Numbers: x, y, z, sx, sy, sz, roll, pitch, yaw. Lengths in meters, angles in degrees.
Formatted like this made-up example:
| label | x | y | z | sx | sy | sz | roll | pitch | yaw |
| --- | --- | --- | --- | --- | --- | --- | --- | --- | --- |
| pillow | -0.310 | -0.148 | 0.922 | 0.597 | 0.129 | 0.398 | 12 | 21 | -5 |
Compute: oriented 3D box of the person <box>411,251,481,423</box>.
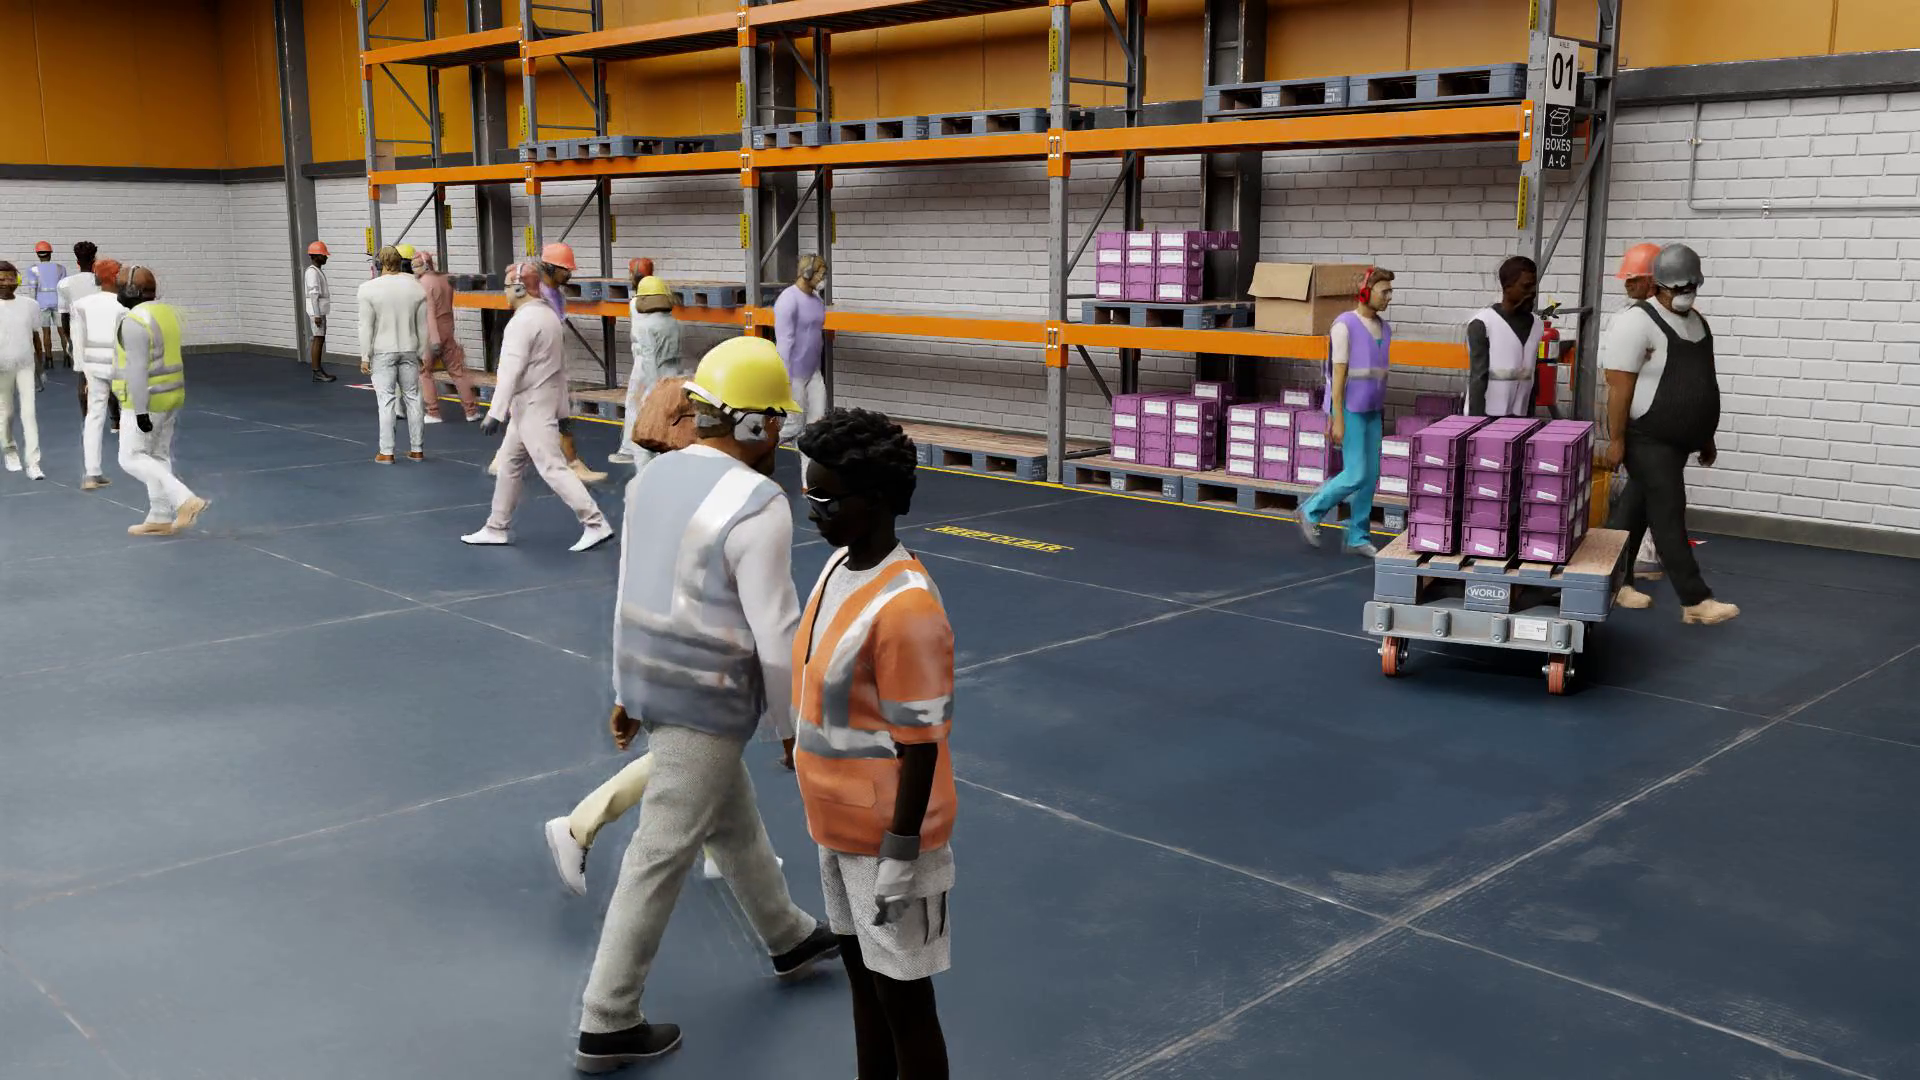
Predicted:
| label | x | y | z | sx | sy | sz | roll | pitch | yaw |
| --- | --- | --- | --- | --- | --- | --- | --- | --- | --- |
| person | -5.576 | -2.179 | 17.974 | 0.544 | 1.860 | 0.775 | 3 | 11 | 17 |

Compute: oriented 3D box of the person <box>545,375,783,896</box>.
| label | x | y | z | sx | sy | sz | roll | pitch | yaw |
| --- | --- | --- | --- | --- | --- | --- | --- | --- | --- |
| person | -0.906 | 0.303 | 5.056 | 0.671 | 1.610 | 0.505 | -2 | 11 | -13 |

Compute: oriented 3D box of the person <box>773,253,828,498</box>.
| label | x | y | z | sx | sy | sz | roll | pitch | yaw |
| --- | --- | --- | --- | --- | --- | --- | --- | --- | --- |
| person | -1.311 | -1.262 | 12.841 | 0.789 | 1.894 | 0.652 | 5 | 11 | 24 |

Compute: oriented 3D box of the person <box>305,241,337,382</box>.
| label | x | y | z | sx | sy | sz | roll | pitch | yaw |
| --- | --- | --- | --- | --- | --- | --- | --- | --- | --- |
| person | -8.840 | -3.151 | 23.011 | 0.373 | 1.934 | 0.551 | -3 | 11 | -14 |

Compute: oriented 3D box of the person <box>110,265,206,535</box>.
| label | x | y | z | sx | sy | sz | roll | pitch | yaw |
| --- | --- | --- | --- | --- | --- | --- | --- | --- | --- |
| person | -5.378 | -0.913 | 11.113 | 0.508 | 1.824 | 0.632 | 0 | 10 | -1 |

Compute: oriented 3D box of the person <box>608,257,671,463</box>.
| label | x | y | z | sx | sy | sz | roll | pitch | yaw |
| --- | --- | --- | --- | --- | --- | --- | --- | --- | --- |
| person | -2.646 | -1.559 | 14.624 | 0.994 | 1.840 | 0.570 | 5 | 12 | 26 |

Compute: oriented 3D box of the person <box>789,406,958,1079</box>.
| label | x | y | z | sx | sy | sz | roll | pitch | yaw |
| --- | --- | --- | --- | --- | --- | --- | --- | --- | --- |
| person | -0.180 | 0.573 | 3.367 | 0.319 | 1.693 | 0.532 | -4 | 11 | -22 |

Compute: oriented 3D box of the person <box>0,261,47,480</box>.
| label | x | y | z | sx | sy | sz | roll | pitch | yaw |
| --- | --- | --- | --- | --- | --- | --- | --- | --- | --- |
| person | -7.995 | -1.435 | 14.019 | 0.526 | 1.817 | 1.005 | -8 | 13 | -36 |

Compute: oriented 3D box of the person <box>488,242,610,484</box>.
| label | x | y | z | sx | sy | sz | roll | pitch | yaw |
| --- | --- | --- | --- | --- | --- | --- | --- | --- | --- |
| person | -3.429 | -1.429 | 13.547 | 1.041 | 1.980 | 0.644 | 1 | 10 | 4 |

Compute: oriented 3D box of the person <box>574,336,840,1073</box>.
| label | x | y | z | sx | sy | sz | roll | pitch | yaw |
| --- | --- | --- | --- | --- | --- | --- | --- | --- | --- |
| person | -0.612 | 0.385 | 4.169 | 0.929 | 1.767 | 0.600 | -8 | 13 | -36 |

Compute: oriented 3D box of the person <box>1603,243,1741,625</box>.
| label | x | y | z | sx | sy | sz | roll | pitch | yaw |
| --- | --- | --- | --- | --- | --- | --- | --- | --- | --- |
| person | 3.782 | -0.580 | 8.708 | 0.709 | 2.000 | 0.961 | -8 | 13 | -37 |

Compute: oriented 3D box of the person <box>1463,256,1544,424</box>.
| label | x | y | z | sx | sy | sz | roll | pitch | yaw |
| --- | --- | --- | --- | --- | --- | --- | --- | --- | --- |
| person | 3.160 | -0.699 | 9.736 | 0.604 | 1.905 | 0.454 | -6 | 12 | -30 |

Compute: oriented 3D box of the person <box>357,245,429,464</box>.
| label | x | y | z | sx | sy | sz | roll | pitch | yaw |
| --- | --- | --- | --- | --- | --- | --- | --- | --- | --- |
| person | -5.021 | -1.638 | 14.783 | 0.630 | 1.933 | 0.356 | -9 | 14 | -42 |

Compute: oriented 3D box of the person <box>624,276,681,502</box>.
| label | x | y | z | sx | sy | sz | roll | pitch | yaw |
| --- | --- | --- | --- | --- | --- | --- | --- | --- | --- |
| person | -2.271 | -1.100 | 12.419 | 0.687 | 1.711 | 0.544 | 4 | 11 | 22 |

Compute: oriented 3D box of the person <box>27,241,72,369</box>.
| label | x | y | z | sx | sy | sz | roll | pitch | yaw |
| --- | --- | --- | --- | --- | --- | --- | --- | --- | --- |
| person | -13.885 | -3.580 | 25.357 | 0.546 | 1.934 | 0.376 | -8 | 13 | -38 |

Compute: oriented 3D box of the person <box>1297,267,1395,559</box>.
| label | x | y | z | sx | sy | sz | roll | pitch | yaw |
| --- | --- | --- | --- | --- | --- | --- | --- | --- | --- |
| person | 2.444 | -0.782 | 10.384 | 0.591 | 1.827 | 0.489 | -10 | 14 | -43 |

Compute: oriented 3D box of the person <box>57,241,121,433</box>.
| label | x | y | z | sx | sy | sz | roll | pitch | yaw |
| --- | --- | --- | --- | --- | --- | --- | --- | --- | --- |
| person | -8.858 | -2.068 | 17.020 | 0.606 | 1.967 | 0.367 | -2 | 11 | -9 |

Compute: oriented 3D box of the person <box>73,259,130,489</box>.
| label | x | y | z | sx | sy | sz | roll | pitch | yaw |
| --- | --- | --- | --- | --- | --- | --- | --- | --- | --- |
| person | -6.903 | -1.363 | 13.571 | 0.601 | 1.825 | 1.008 | 0 | 10 | 0 |

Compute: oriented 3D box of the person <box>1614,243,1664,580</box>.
| label | x | y | z | sx | sy | sz | roll | pitch | yaw |
| --- | --- | --- | --- | --- | --- | --- | --- | --- | --- |
| person | 4.052 | -0.766 | 9.890 | 0.445 | 1.980 | 0.706 | 1 | 10 | 7 |

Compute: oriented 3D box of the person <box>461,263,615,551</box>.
| label | x | y | z | sx | sy | sz | roll | pitch | yaw |
| --- | --- | --- | --- | --- | --- | --- | --- | --- | --- |
| person | -2.717 | -0.840 | 10.658 | 1.034 | 1.851 | 0.651 | 0 | 10 | -2 |

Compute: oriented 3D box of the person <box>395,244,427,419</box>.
| label | x | y | z | sx | sy | sz | roll | pitch | yaw |
| --- | --- | --- | --- | --- | --- | --- | --- | --- | --- |
| person | -6.072 | -2.275 | 18.272 | 0.619 | 1.917 | 0.406 | -1 | 10 | -4 |
